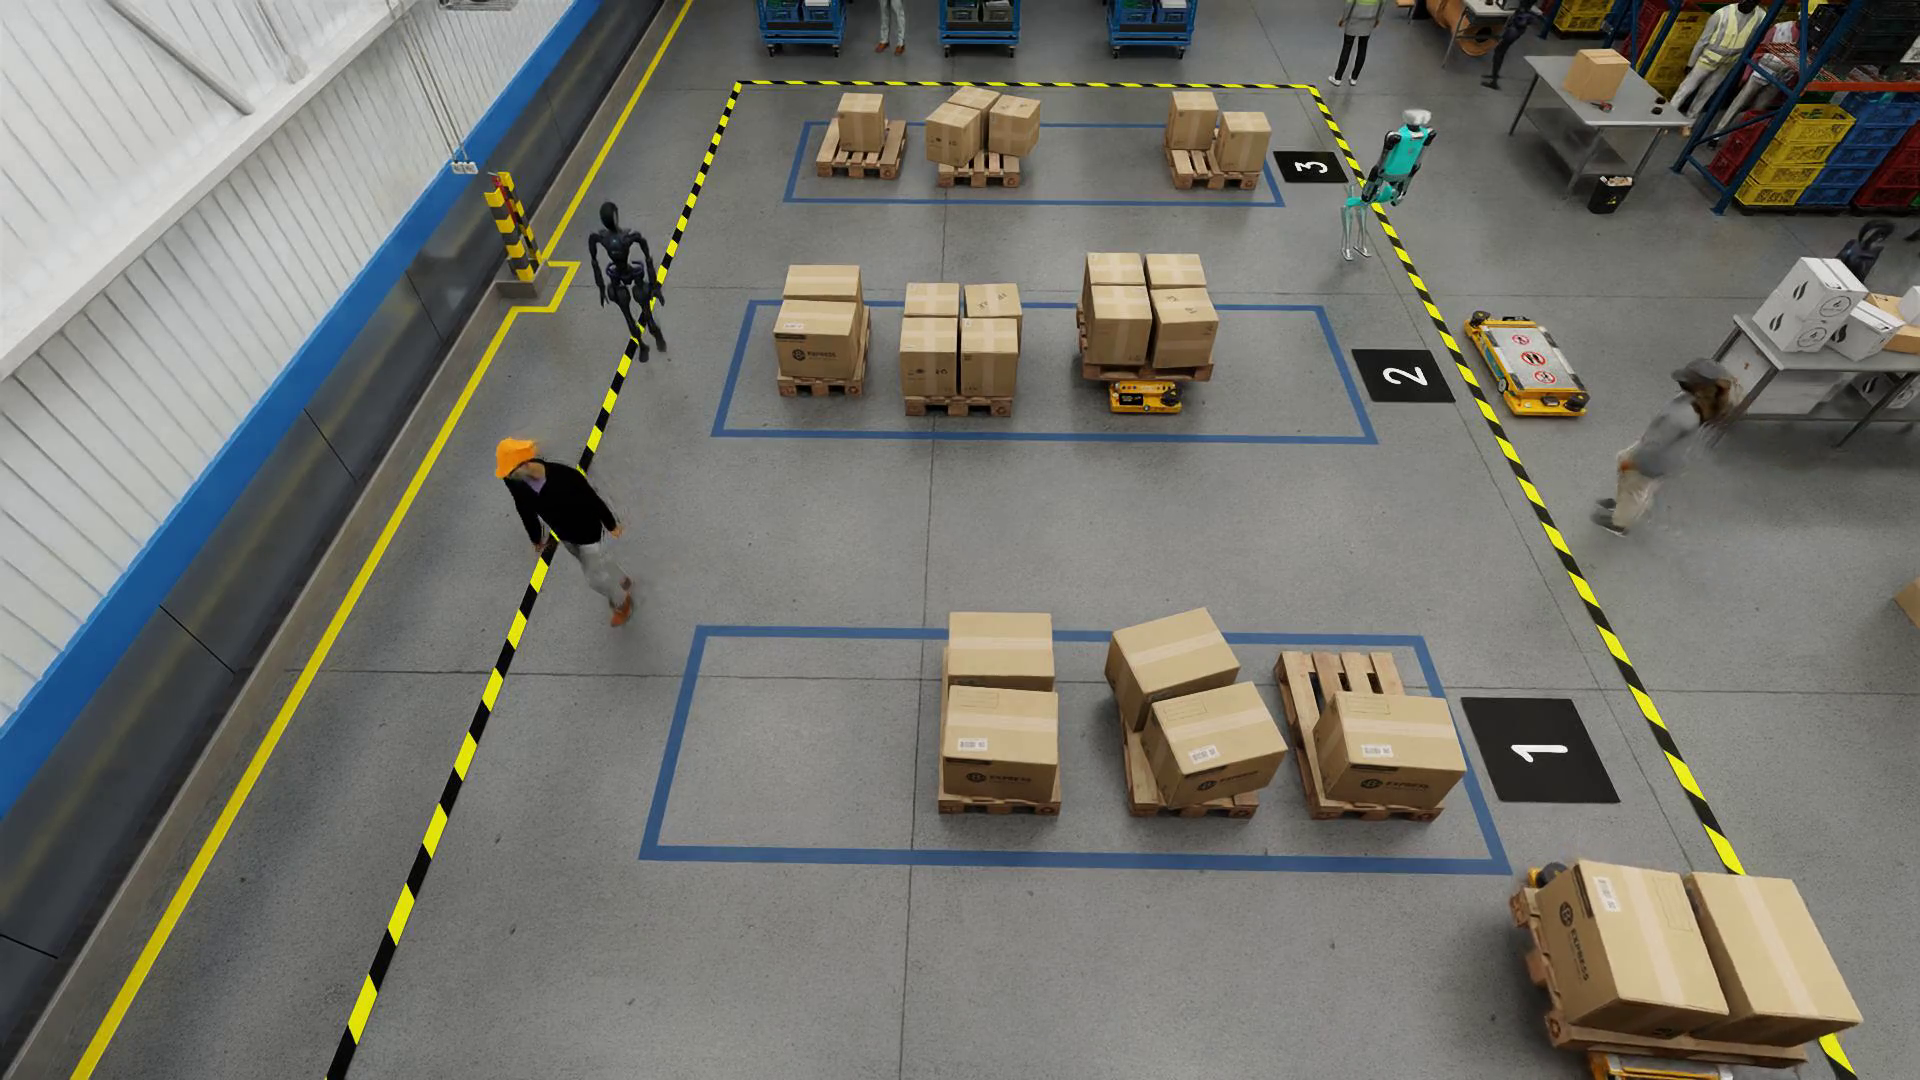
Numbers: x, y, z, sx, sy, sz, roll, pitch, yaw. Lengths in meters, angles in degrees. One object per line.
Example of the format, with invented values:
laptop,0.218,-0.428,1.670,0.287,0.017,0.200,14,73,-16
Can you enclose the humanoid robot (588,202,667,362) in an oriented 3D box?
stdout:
humanoid robot,-3.139,-2.409,8.684,0.601,1.644,0.335,-7,49,-6

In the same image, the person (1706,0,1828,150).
person,10.185,-5.823,11.535,0.589,1.837,0.404,15,51,13

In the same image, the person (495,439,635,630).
person,-2.775,-0.076,6.556,0.594,1.841,0.616,12,50,10

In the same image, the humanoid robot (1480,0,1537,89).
humanoid robot,7.761,-7.221,12.851,0.378,1.655,0.607,37,58,27

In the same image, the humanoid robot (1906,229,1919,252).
humanoid robot,11.144,-3.897,9.968,0.361,1.650,0.589,-18,51,-15

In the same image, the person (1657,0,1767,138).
person,9.724,-6.148,11.824,0.617,1.836,0.431,7,50,6

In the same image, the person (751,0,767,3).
person,-3.383,-9.868,14.952,0.600,1.966,0.368,9,50,7

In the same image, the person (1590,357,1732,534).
person,5.439,-0.711,7.173,0.621,1.728,0.461,-35,58,-27

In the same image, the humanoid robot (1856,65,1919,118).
humanoid robot,11.697,-5.573,11.448,0.740,1.897,0.549,-5,49,-4

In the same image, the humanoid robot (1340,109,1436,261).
humanoid robot,4.462,-3.852,9.804,0.533,1.681,0.735,-11,50,-9

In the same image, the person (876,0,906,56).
person,-1.040,-8.254,13.578,0.626,1.934,0.372,19,52,16

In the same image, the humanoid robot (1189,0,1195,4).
humanoid robot,3.847,-9.626,14.939,0.589,1.630,0.562,19,52,16

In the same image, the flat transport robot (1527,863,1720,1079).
flat transport robot,3.852,2.606,5.259,0.652,0.197,1.431,4,49,3

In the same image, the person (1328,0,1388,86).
person,5.638,-7.373,12.872,0.588,1.846,0.407,1,49,1

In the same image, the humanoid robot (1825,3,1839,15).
humanoid robot,12.995,-8.081,13.601,0.873,1.844,0.555,-6,49,-5

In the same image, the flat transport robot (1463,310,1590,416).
flat transport robot,5.573,-1.757,9.054,0.659,0.231,1.431,1,49,1

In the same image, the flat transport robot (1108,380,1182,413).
flat transport robot,1.773,-1.807,9.079,0.652,0.197,1.431,1,49,1

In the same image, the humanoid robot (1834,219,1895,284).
humanoid robot,8.084,-2.179,8.501,0.592,1.638,0.613,13,50,11
